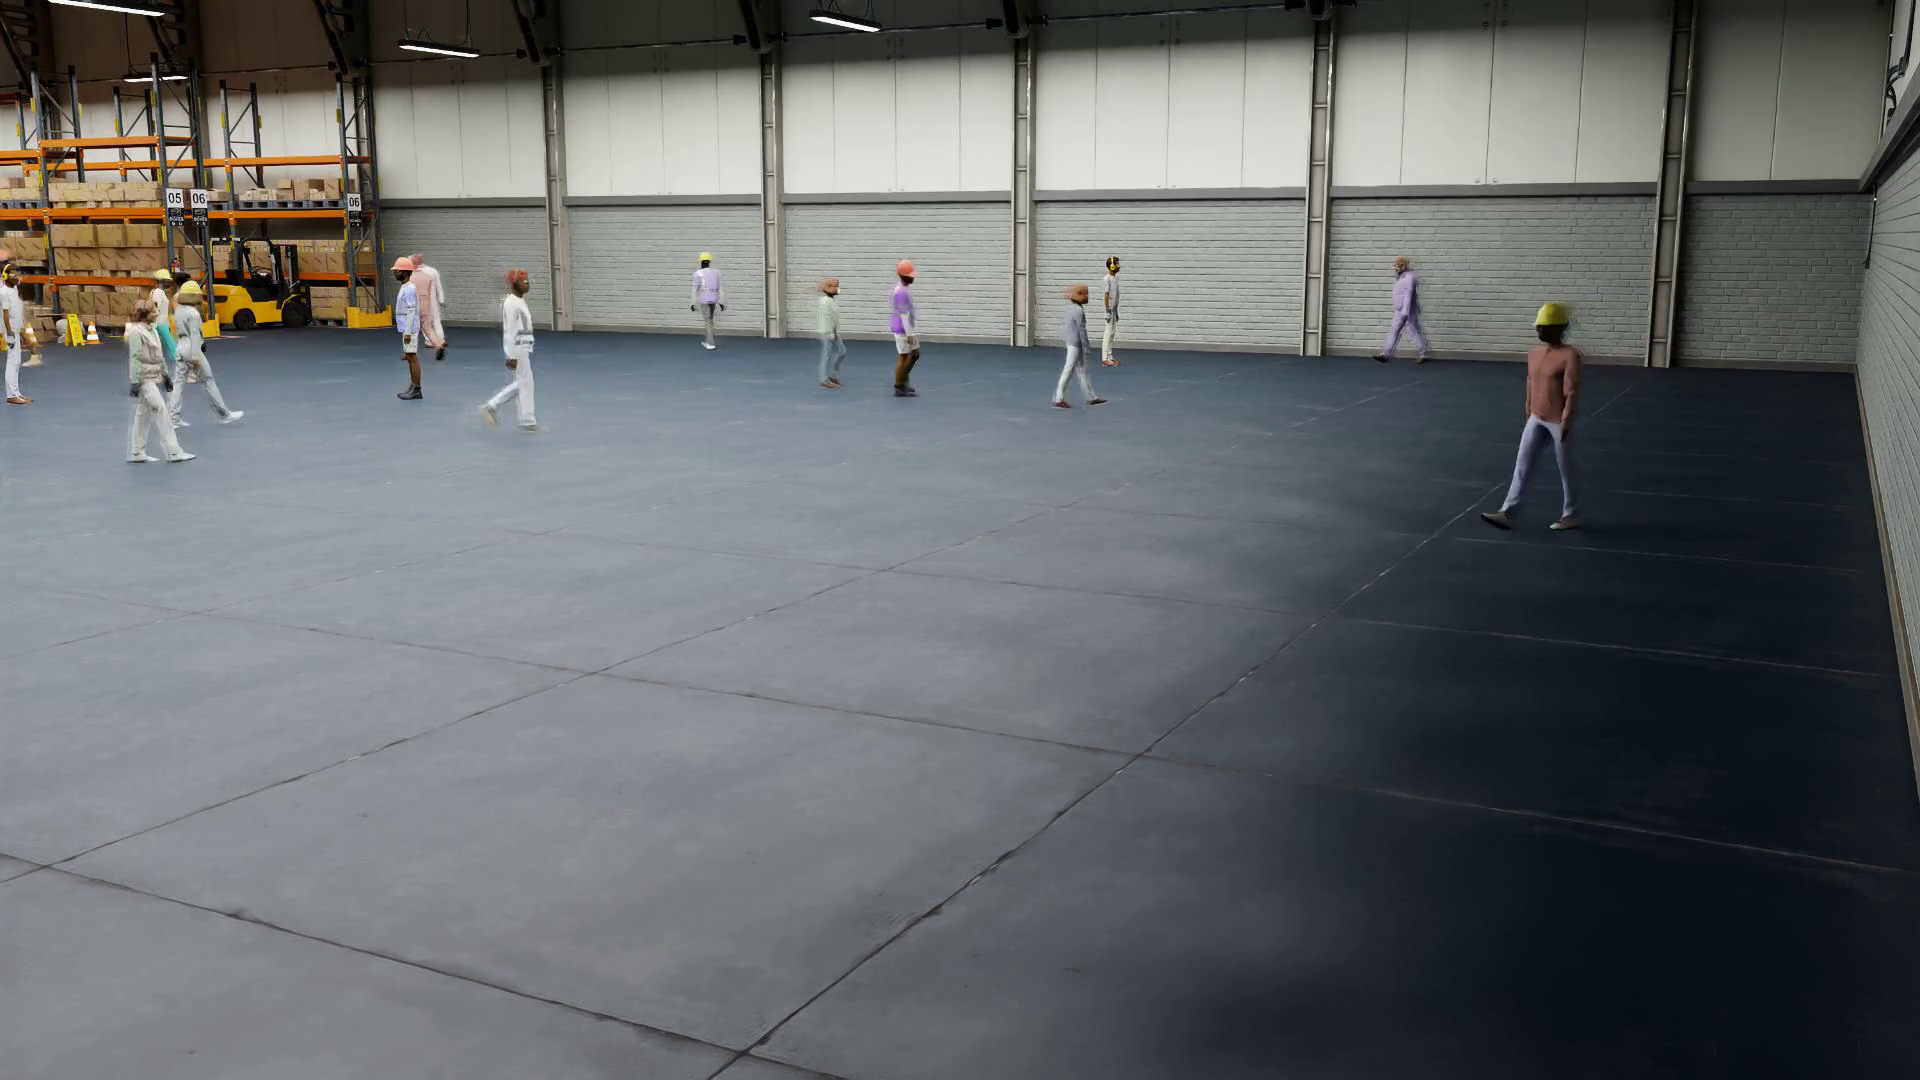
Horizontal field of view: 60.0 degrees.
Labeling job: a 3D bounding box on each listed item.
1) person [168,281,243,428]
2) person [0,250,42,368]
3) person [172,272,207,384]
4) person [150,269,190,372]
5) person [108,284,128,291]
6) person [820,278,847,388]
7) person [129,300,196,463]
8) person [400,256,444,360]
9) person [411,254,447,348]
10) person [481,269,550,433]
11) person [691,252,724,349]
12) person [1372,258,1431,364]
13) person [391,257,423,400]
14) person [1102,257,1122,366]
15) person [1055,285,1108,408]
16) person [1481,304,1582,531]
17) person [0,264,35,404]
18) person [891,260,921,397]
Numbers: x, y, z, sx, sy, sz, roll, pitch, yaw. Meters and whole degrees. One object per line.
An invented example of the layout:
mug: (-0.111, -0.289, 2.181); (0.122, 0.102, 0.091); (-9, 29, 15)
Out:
person: (-8.973, -2.180, 19.557); (0.506, 1.697, 0.882); (7, 13, 34)
person: (-16.118, -3.880, 28.057); (1.063, 1.983, 0.636); (-3, 11, -14)
person: (-11.648, -3.195, 25.140); (0.437, 1.678, 0.547); (0, 10, 1)
person: (-12.639, -3.408, 26.232); (0.956, 1.710, 0.530); (-4, 11, -23)
person: (-20.605, -6.130, 40.755); (0.971, 1.841, 0.579); (8, 13, 38)
person: (-1.860, -3.026, 24.411); (0.423, 1.621, 0.503); (3, 11, 14)
person: (-7.878, -1.548, 16.368); (0.771, 1.607, 0.542); (-2, 11, -9)
person: (-9.697, -4.150, 29.840); (0.880, 1.874, 0.646); (7, 13, 35)
person: (-10.672, -4.755, 33.153); (0.734, 1.870, 0.398); (-6, 12, -32)
person: (-5.076, -2.135, 18.862); (0.685, 1.869, 0.574); (-1, 10, -7)
person: (-5.060, -4.730, 32.918); (0.619, 1.893, 0.856); (-8, 13, -37)
person: (7.784, -3.995, 29.082); (1.023, 1.855, 0.683); (-1, 10, -6)
person: (-7.582, -2.897, 22.809); (0.347, 1.943, 0.545); (-4, 11, -22)
person: (2.628, -3.941, 28.701); (0.320, 1.871, 0.533); (4, 11, 21)
person: (1.598, -2.502, 21.592); (0.800, 1.594, 0.526); (-1, 10, -4)
person: (4.373, -0.901, 12.502); (0.877, 1.717, 0.547); (-6, 12, -28)
person: (-12.611, -2.740, 22.169); (0.315, 1.863, 0.534); (-4, 11, -19)
person: (-0.747, -2.909, 23.030); (0.428, 1.893, 0.632); (2, 11, 11)
